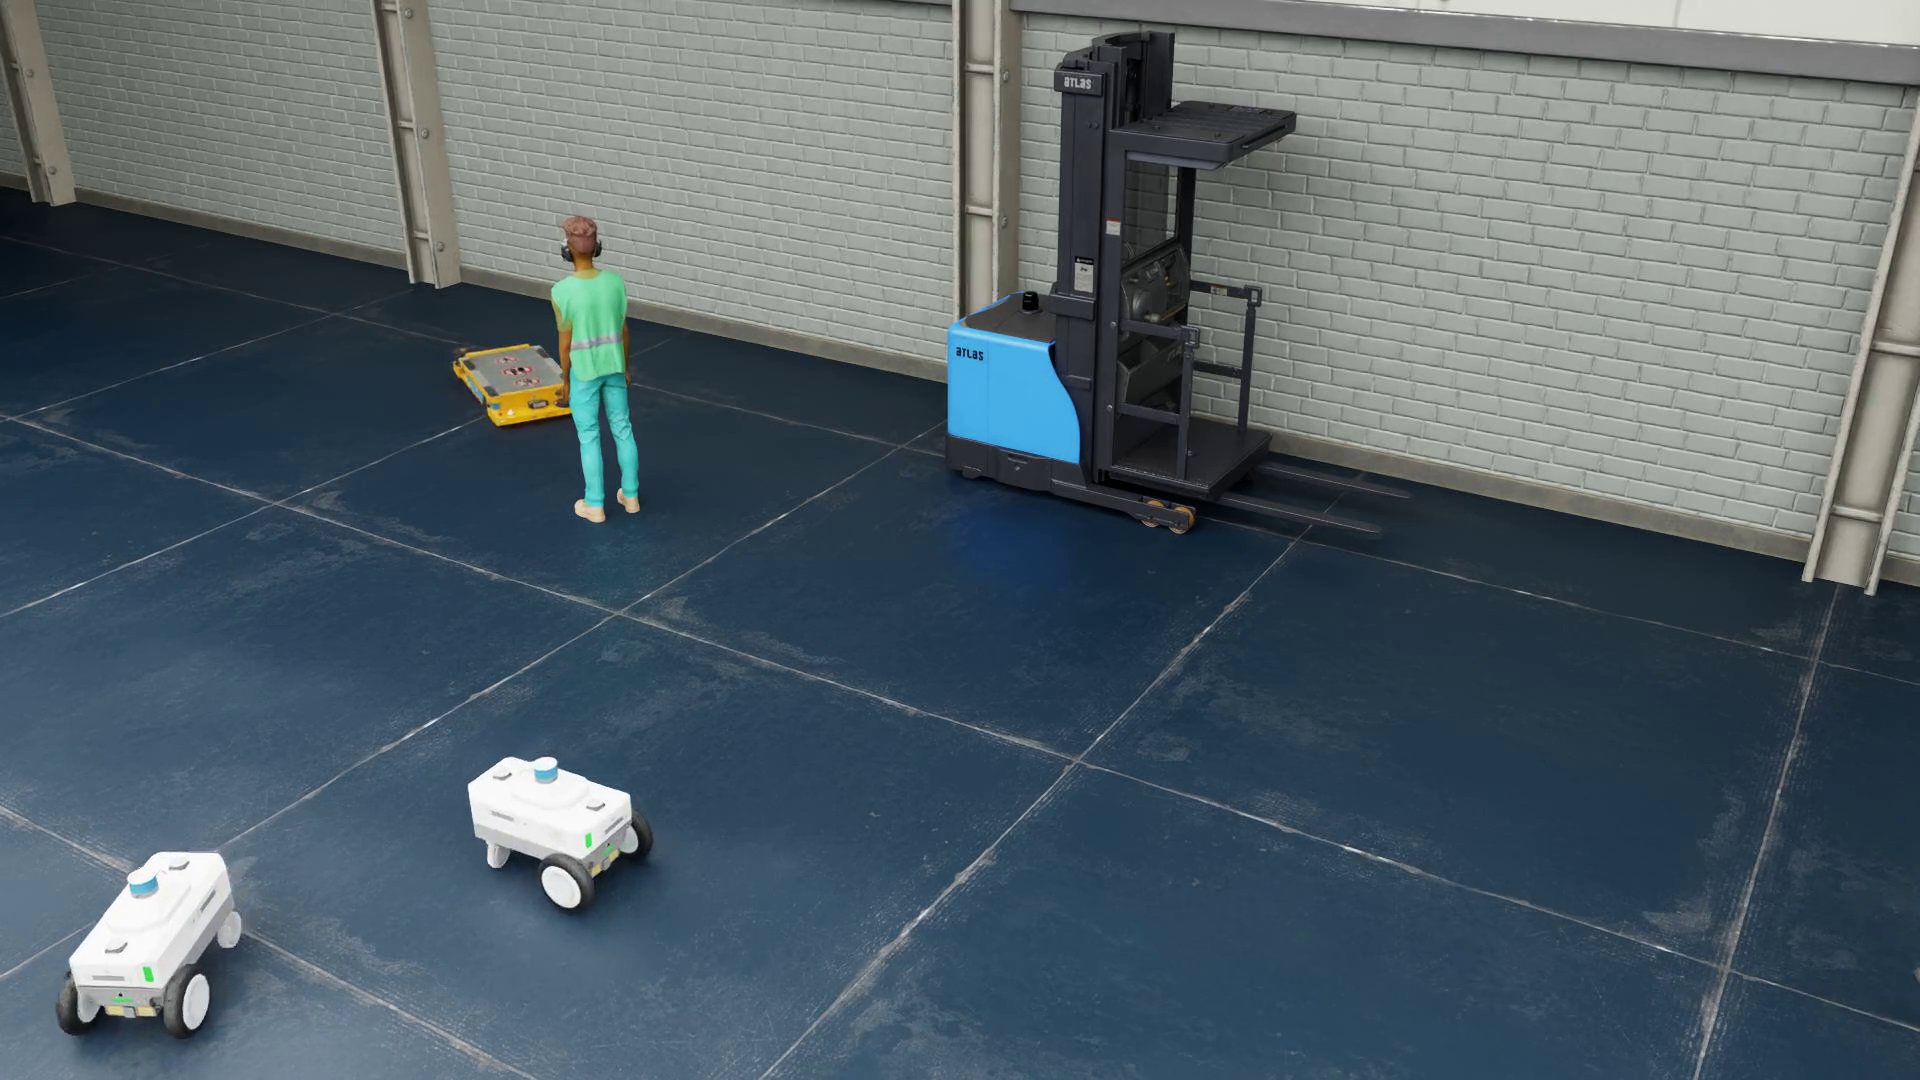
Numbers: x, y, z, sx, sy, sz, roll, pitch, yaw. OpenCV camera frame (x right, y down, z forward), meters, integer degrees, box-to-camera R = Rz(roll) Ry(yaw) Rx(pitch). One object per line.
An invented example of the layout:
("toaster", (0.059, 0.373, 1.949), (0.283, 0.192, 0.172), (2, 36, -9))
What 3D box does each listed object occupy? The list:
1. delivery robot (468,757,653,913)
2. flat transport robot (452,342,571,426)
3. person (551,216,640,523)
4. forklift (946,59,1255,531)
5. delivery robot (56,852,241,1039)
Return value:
("delivery robot", (-1.761, 1.248, 7.306), (0.786, 0.614, 0.505), (12, 28, 24))
("flat transport robot", (-3.434, -1.228, 12.856), (0.659, 0.231, 1.431), (-13, 28, -25))
("person", (-2.300, -1.062, 10.510), (0.486, 1.979, 0.404), (-17, 30, -32))
("forklift", (0.933, -1.707, 10.833), (1.873, 2.768, 1.129), (15, 29, 28))
("delivery robot", (-3.185, 1.585, 6.580), (0.499, 0.602, 0.801), (1, 25, 2))
